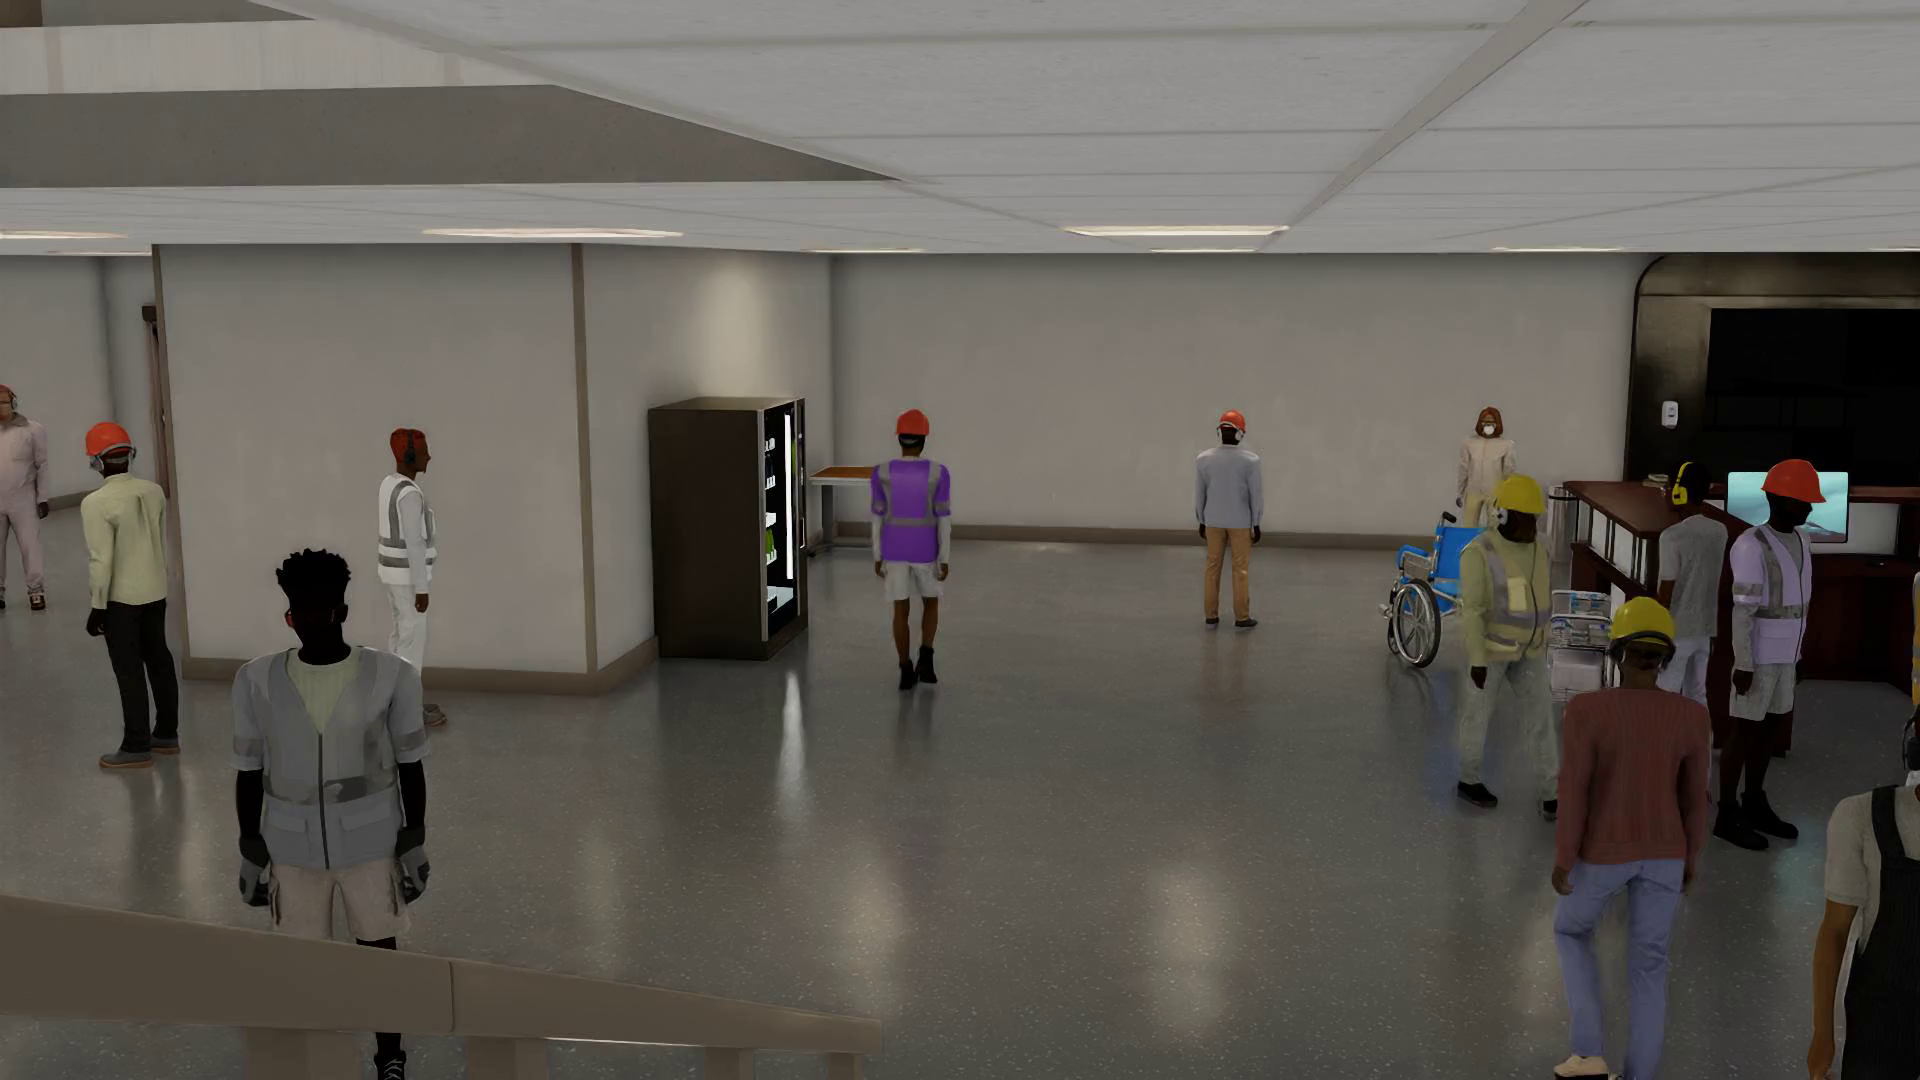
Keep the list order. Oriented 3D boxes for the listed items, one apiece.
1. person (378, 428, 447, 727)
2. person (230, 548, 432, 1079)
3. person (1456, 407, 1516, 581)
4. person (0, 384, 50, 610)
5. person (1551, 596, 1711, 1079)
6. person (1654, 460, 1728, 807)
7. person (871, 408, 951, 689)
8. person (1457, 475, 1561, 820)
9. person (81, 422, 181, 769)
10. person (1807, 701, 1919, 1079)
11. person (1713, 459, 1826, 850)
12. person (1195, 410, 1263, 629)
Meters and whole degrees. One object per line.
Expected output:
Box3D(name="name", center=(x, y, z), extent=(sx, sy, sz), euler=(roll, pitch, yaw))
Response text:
Box3D(name="person", center=(-3.439, 0.239, 10.390), extent=(0.351, 1.878, 0.568), euler=(-6, 11, -32))
Box3D(name="person", center=(-2.054, 0.992, 5.451), extent=(0.612, 1.965, 0.362), euler=(-2, 9, -12))
Box3D(name="person", center=(4.764, -0.397, 15.081), extent=(0.507, 1.627, 0.287), euler=(5, 10, 28))
Box3D(name="person", center=(-7.957, -0.343, 13.892), extent=(0.653, 1.909, 0.405), euler=(-3, 10, -20))
Box3D(name="person", center=(2.277, 1.067, 5.676), extent=(0.544, 1.734, 0.484), euler=(0, 9, -1))
Box3D(name="person", center=(3.798, 0.512, 8.751), extent=(0.516, 1.861, 0.321), euler=(-5, 11, -30))
Box3D(name="person", center=(-0.331, 0.071, 11.294), extent=(0.541, 1.923, 0.392), euler=(0, 9, 3))
Box3D(name="person", center=(2.892, 0.569, 8.575), extent=(0.627, 1.792, 0.868), euler=(-4, 10, -22))
Box3D(name="person", center=(-4.783, 0.316, 9.542), extent=(0.391, 1.991, 0.613), euler=(2, 9, 12))
Box3D(name="person", center=(2.424, 1.257, 4.186), extent=(0.519, 1.844, 0.330), euler=(3, 10, 17))
Box3D(name="person", center=(4.032, 0.557, 8.230), extent=(0.552, 1.932, 0.377), euler=(-6, 11, -34))
Box3D(name="person", center=(2.154, -0.164, 13.259), extent=(0.559, 1.745, 0.333), euler=(5, 10, 28))
